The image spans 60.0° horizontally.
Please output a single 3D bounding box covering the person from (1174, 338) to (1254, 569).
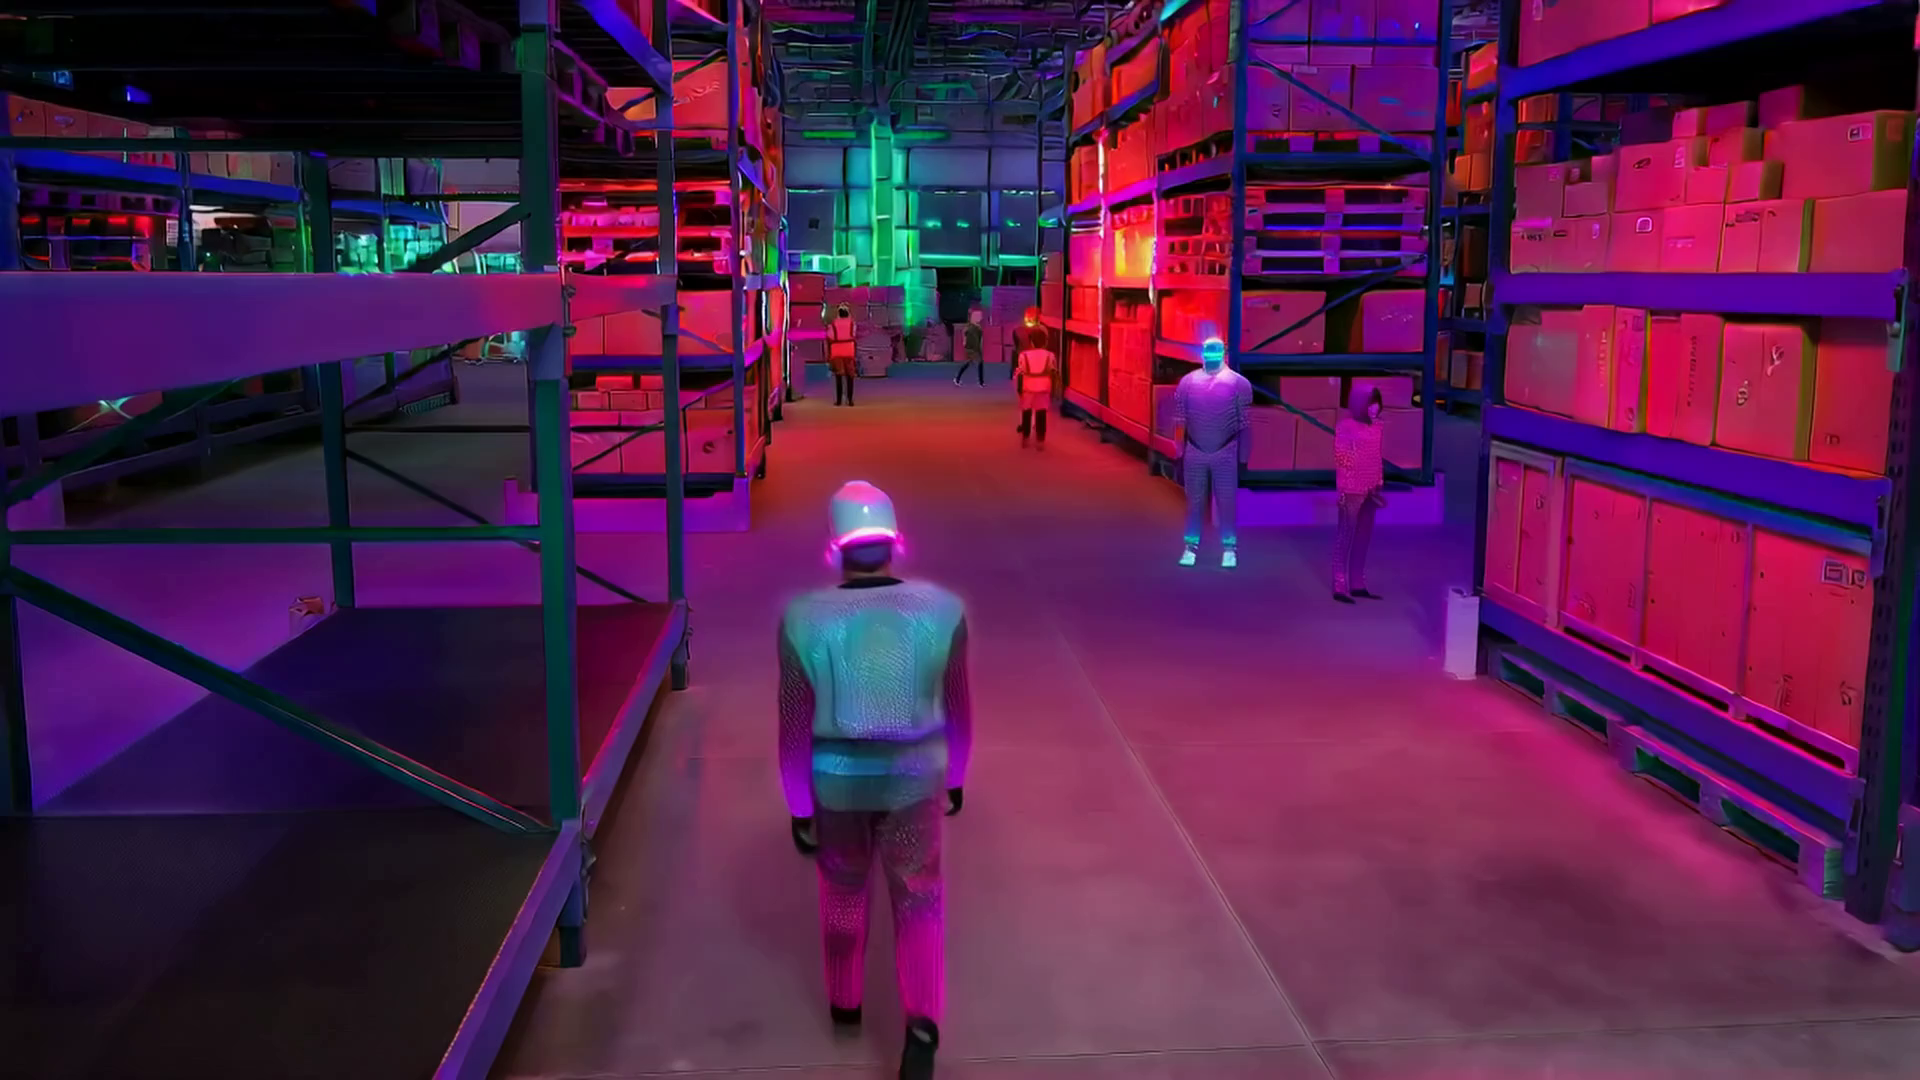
[{"bbox_3d":[2.070,-0.708,13.663,0.650,1.899,0.398,4,10,22],"label":"person"}]

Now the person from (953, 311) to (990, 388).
[{"bbox_3d":[0.238,-4.060,35.455,0.821,1.663,0.530,-7,11,-37],"label":"person"}]

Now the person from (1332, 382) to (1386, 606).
[{"bbox_3d":[2.928,-0.342,12.172,0.497,1.636,0.286,-7,11,-38],"label":"person"}]

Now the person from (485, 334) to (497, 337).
[{"bbox_3d":[-18.365,-8.840,64.947,0.564,1.820,0.629,5,11,30],"label":"person"}]

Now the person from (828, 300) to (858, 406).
[{"bbox_3d":[-2.143,-3.414,30.501,0.548,1.942,0.348,0,9,-2],"label":"person"}]

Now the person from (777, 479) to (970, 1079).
[{"bbox_3d":[-0.249,0.720,4.988,0.590,1.803,0.810,-1,9,-7],"label":"person"}]

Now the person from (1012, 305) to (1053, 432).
[{"bbox_3d":[1.105,-2.634,25.617,0.631,1.940,0.372,2,9,10],"label":"person"}]

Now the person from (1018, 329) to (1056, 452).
[{"bbox_3d":[1.049,-2.059,22.849,0.545,1.674,0.686,-1,9,-5],"label":"person"}]
